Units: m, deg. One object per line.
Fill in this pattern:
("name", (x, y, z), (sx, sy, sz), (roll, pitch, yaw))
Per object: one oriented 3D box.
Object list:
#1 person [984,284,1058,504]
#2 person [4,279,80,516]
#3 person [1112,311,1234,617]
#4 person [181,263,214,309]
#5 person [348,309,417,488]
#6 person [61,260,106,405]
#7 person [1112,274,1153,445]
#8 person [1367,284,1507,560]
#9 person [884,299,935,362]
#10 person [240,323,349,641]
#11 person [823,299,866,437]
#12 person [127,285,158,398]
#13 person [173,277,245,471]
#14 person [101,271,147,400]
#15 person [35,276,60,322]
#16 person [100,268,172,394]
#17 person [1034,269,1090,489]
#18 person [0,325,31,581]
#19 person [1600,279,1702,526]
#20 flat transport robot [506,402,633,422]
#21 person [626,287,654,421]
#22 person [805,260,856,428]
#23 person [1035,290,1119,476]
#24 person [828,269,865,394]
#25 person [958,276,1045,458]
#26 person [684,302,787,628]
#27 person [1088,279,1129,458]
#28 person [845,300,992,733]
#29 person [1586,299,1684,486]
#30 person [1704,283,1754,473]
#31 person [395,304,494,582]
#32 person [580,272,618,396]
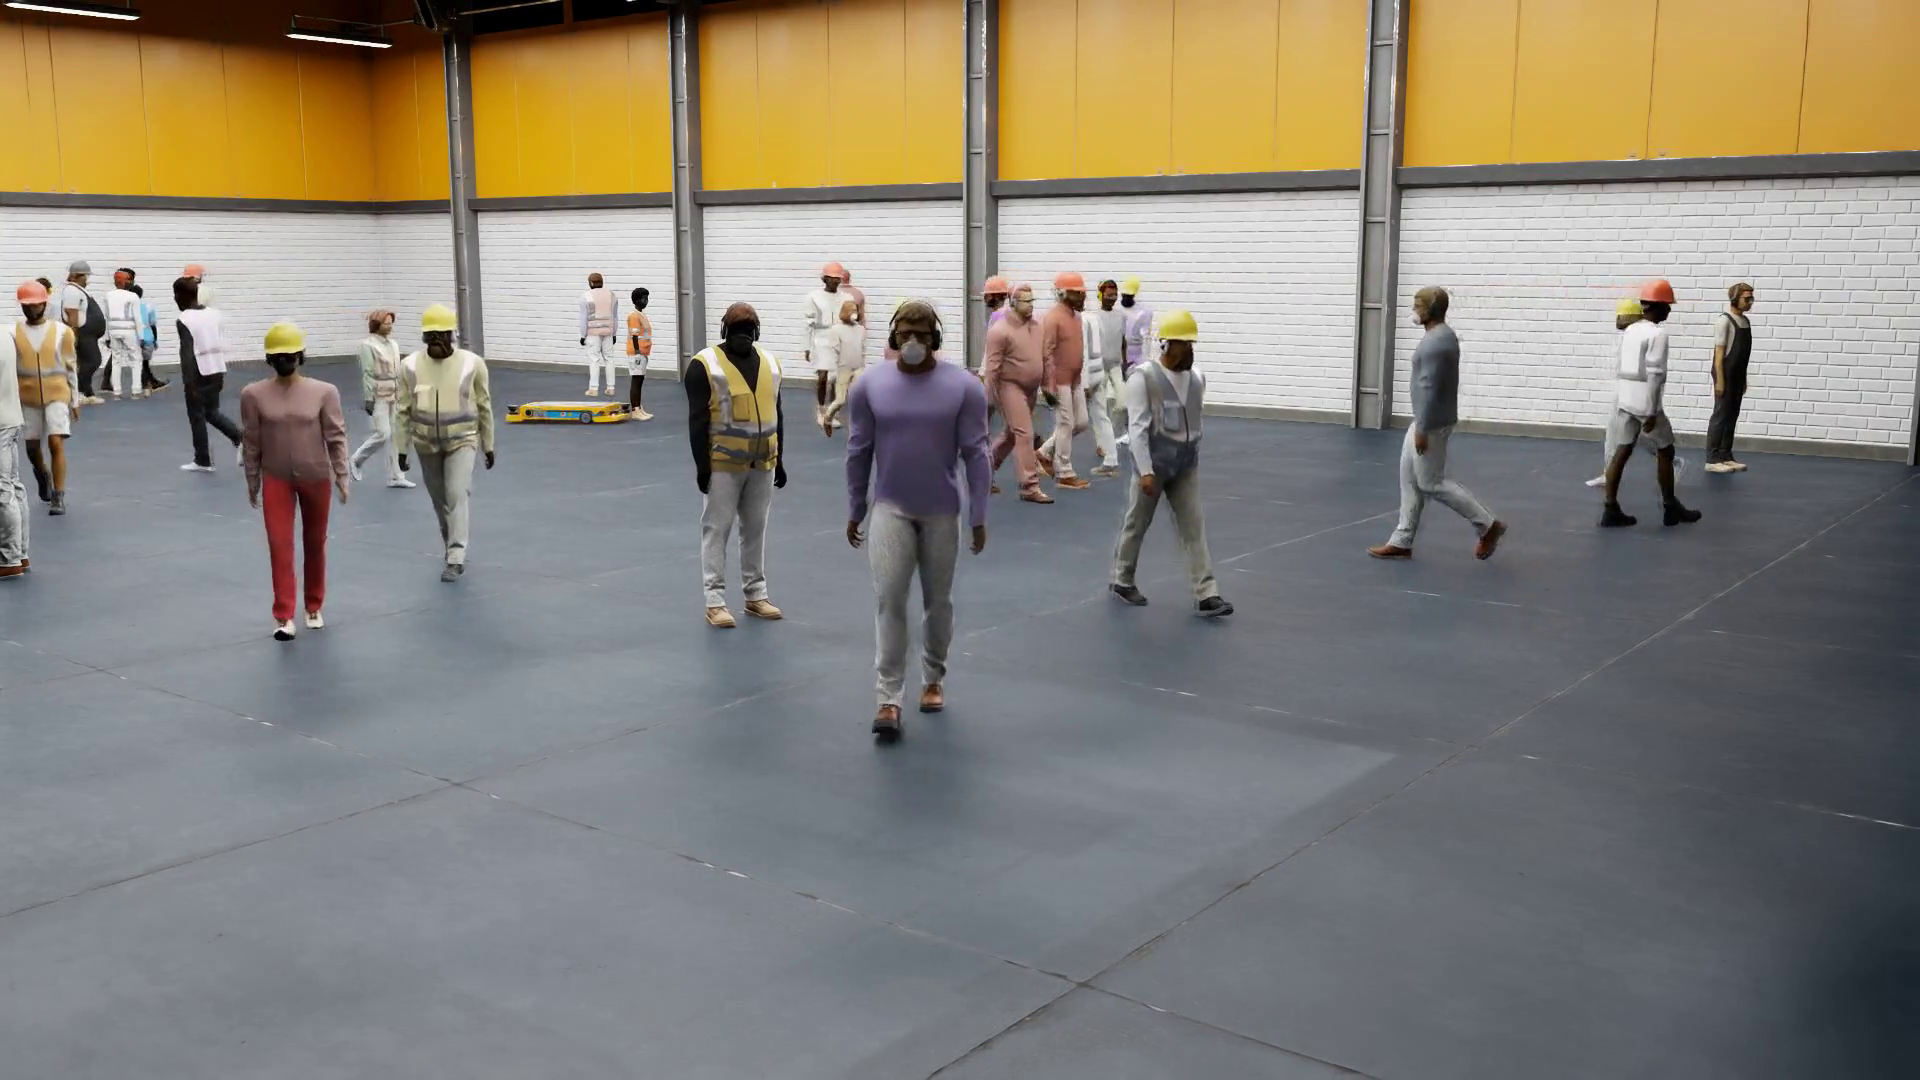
("person", (0.451, -1.275, 14.354), (0.954, 1.870, 0.638), (7, 12, 37))
("person", (-7.544, -1.180, 13.672), (0.553, 1.914, 0.827), (-5, 11, -25))
("person", (1.214, -0.444, 9.753), (0.597, 1.787, 0.921), (-6, 11, -29))
("person", (-11.322, -3.122, 24.773), (0.433, 1.972, 0.640), (-4, 11, -23))
("person", (-5.226, -1.268, 14.977), (0.545, 1.621, 0.530), (3, 10, 15))
("person", (-12.248, -2.901, 23.291), (0.536, 2.000, 0.697), (-3, 10, -19))
("person", (1.893, -1.976, 18.357), (0.552, 1.890, 0.661), (-8, 13, -41))
("person", (3.274, -0.778, 11.311), (0.845, 1.918, 0.637), (3, 10, 17))
("person", (-0.446, -1.069, 13.461), (0.551, 1.741, 0.630), (-8, 13, -39))
("person", (-3.626, -0.309, 9.094), (0.543, 1.726, 0.868), (-3, 10, -19))
("person", (-1.278, -1.894, 18.673), (0.506, 1.613, 0.680), (-7, 12, -36))
("person", (-12.163, -2.933, 24.593), (0.543, 1.645, 0.849), (-9, 13, -43))
("person", (-7.276, -1.590, 16.080), (0.664, 1.899, 0.624), (2, 10, 10))
("person", (-12.098, -2.952, 24.094), (0.611, 1.876, 0.431), (1, 10, 4))
("person", (-11.978, -2.536, 21.784), (0.581, 1.825, 0.451), (3, 10, 17))
("person", (-12.679, -3.184, 25.348), (0.626, 1.896, 1.049), (8, 12, 38))
("person", (0.915, -1.446, 14.992), (0.534, 1.975, 0.627), (6, 12, 32))
("person", (-6.283, -0.700, 10.779), (0.370, 1.940, 0.630), (-3, 10, -17))
("person", (5.392, -1.047, 12.872), (0.883, 1.901, 0.559), (-2, 10, -10))
("flat transport robot", (-4.926, -1.623, 20.998), (1.431, 0.197, 0.652), (1, 10, 7))
("person", (-4.079, -2.363, 21.173), (0.320, 1.692, 0.531), (0, 10, -1))
("person", (-1.543, -2.354, 20.122), (0.648, 2.030, 0.460), (-4, 10, -20))
("person", (1.082, -1.517, 15.834), (0.991, 1.826, 0.623), (4, 11, 23))
("person", (-1.780, -3.117, 24.985), (0.687, 1.891, 0.541), (-4, 11, -22))
("person", (0.461, -1.752, 17.064), (0.992, 1.900, 0.565), (1, 10, 8))
("person", (-1.253, -0.432, 9.514), (0.621, 1.840, 0.430), (-8, 13, -39))
("person", (1.541, -1.771, 17.251), (0.558, 1.852, 0.383), (-4, 11, -23))
("person", (-0.195, -0.098, 7.377), (0.660, 1.898, 0.927), (0, 10, 2))
("person", (6.142, -1.323, 15.035), (0.747, 1.714, 0.494), (1, 10, 4))
("person", (7.488, -1.569, 16.150), (0.501, 1.839, 0.341), (-7, 12, -36))
("person", (-3.416, -0.669, 11.049), (0.610, 1.794, 0.922), (-1, 10, -3))
("person", (-5.415, -3.077, 24.901), (0.638, 1.840, 0.430), (-8, 13, -40))
